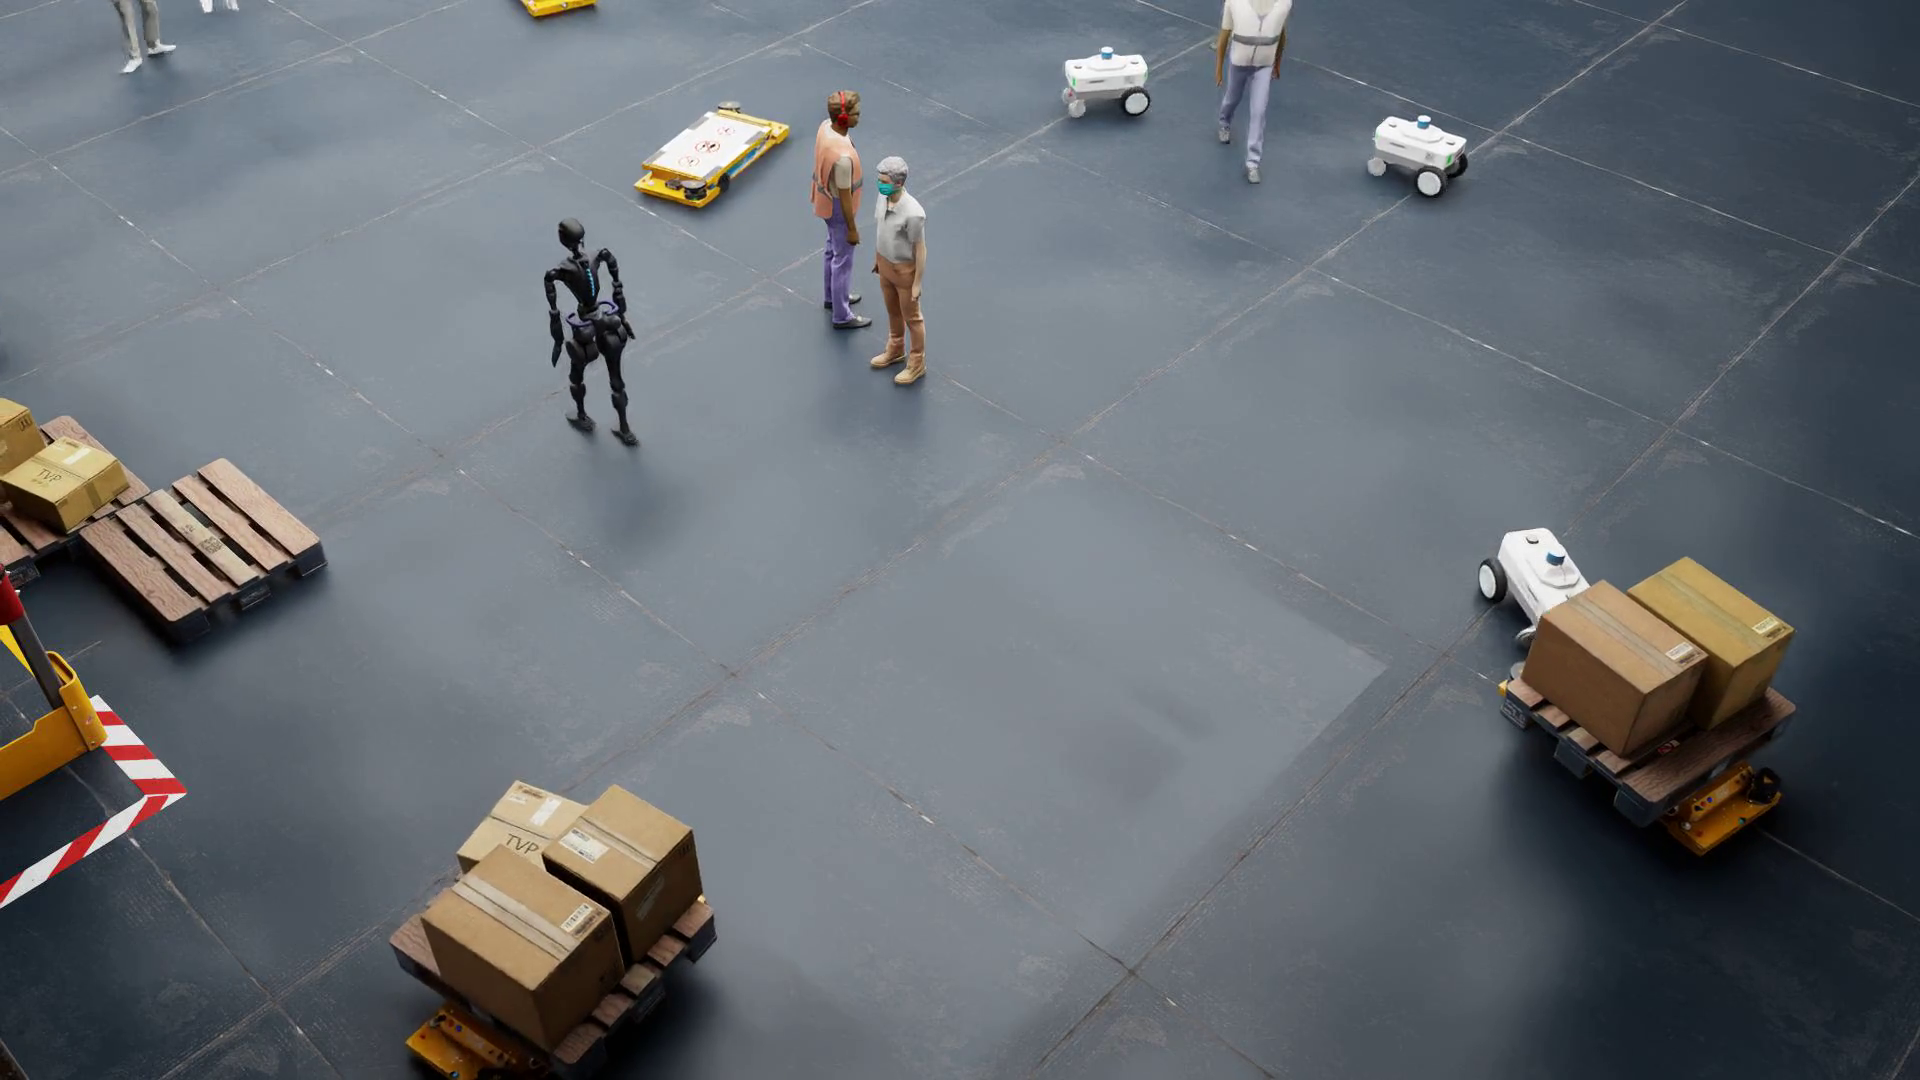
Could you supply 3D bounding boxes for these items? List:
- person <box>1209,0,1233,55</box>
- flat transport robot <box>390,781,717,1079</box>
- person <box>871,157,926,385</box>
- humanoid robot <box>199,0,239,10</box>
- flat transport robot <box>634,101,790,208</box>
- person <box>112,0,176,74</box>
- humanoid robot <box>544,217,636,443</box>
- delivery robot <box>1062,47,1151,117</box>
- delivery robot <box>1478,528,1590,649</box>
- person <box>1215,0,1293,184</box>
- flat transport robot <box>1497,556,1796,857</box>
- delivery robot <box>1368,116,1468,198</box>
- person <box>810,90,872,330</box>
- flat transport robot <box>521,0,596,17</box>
[{"bbox_3d":[2.669,-5.292,15.243,0.556,1.822,0.593,26,48,26],"label":"person"},{"bbox_3d":[-1.969,2.101,8.191,0.659,0.231,1.431,24,47,24],"label":"flat transport robot"},{"bbox_3d":[-0.422,-1.873,11.502,0.301,1.744,0.493,-29,49,-28],"label":"person"},{"bbox_3d":[-7.406,-5.967,16.084,0.545,1.824,0.809,-28,49,-27],"label":"humanoid robot"},{"bbox_3d":[-2.105,-3.299,14.193,0.659,0.231,1.431,19,45,20],"label":"flat transport robot"},{"bbox_3d":[-7.639,-5.115,15.209,0.330,1.608,0.652,12,43,13],"label":"person"},{"bbox_3d":[-2.466,-1.407,11.046,0.592,1.635,0.624,-30,50,-29],"label":"humanoid robot"},{"bbox_3d":[1.314,-4.107,14.881,0.802,0.600,0.499,-7,42,-7],"label":"delivery robot"},{"bbox_3d":[3.504,0.270,10.007,0.525,0.587,0.750,-8,43,-9],"label":"delivery robot"},{"bbox_3d":[2.402,-3.985,13.806,0.579,1.808,0.922,-3,42,-3],"label":"person"},{"bbox_3d":[3.781,1.101,9.302,0.659,0.231,1.431,-24,47,-24],"label":"flat transport robot"},{"bbox_3d":[3.837,-3.265,13.933,0.767,0.583,0.499,26,48,26],"label":"delivery robot"},{"bbox_3d":[-0.878,-2.380,12.004,0.381,1.836,0.559,-11,43,-12],"label":"person"},{"bbox_3d":[-4.269,-5.720,16.884,0.659,0.231,1.431,-21,46,-22],"label":"flat transport robot"}]
